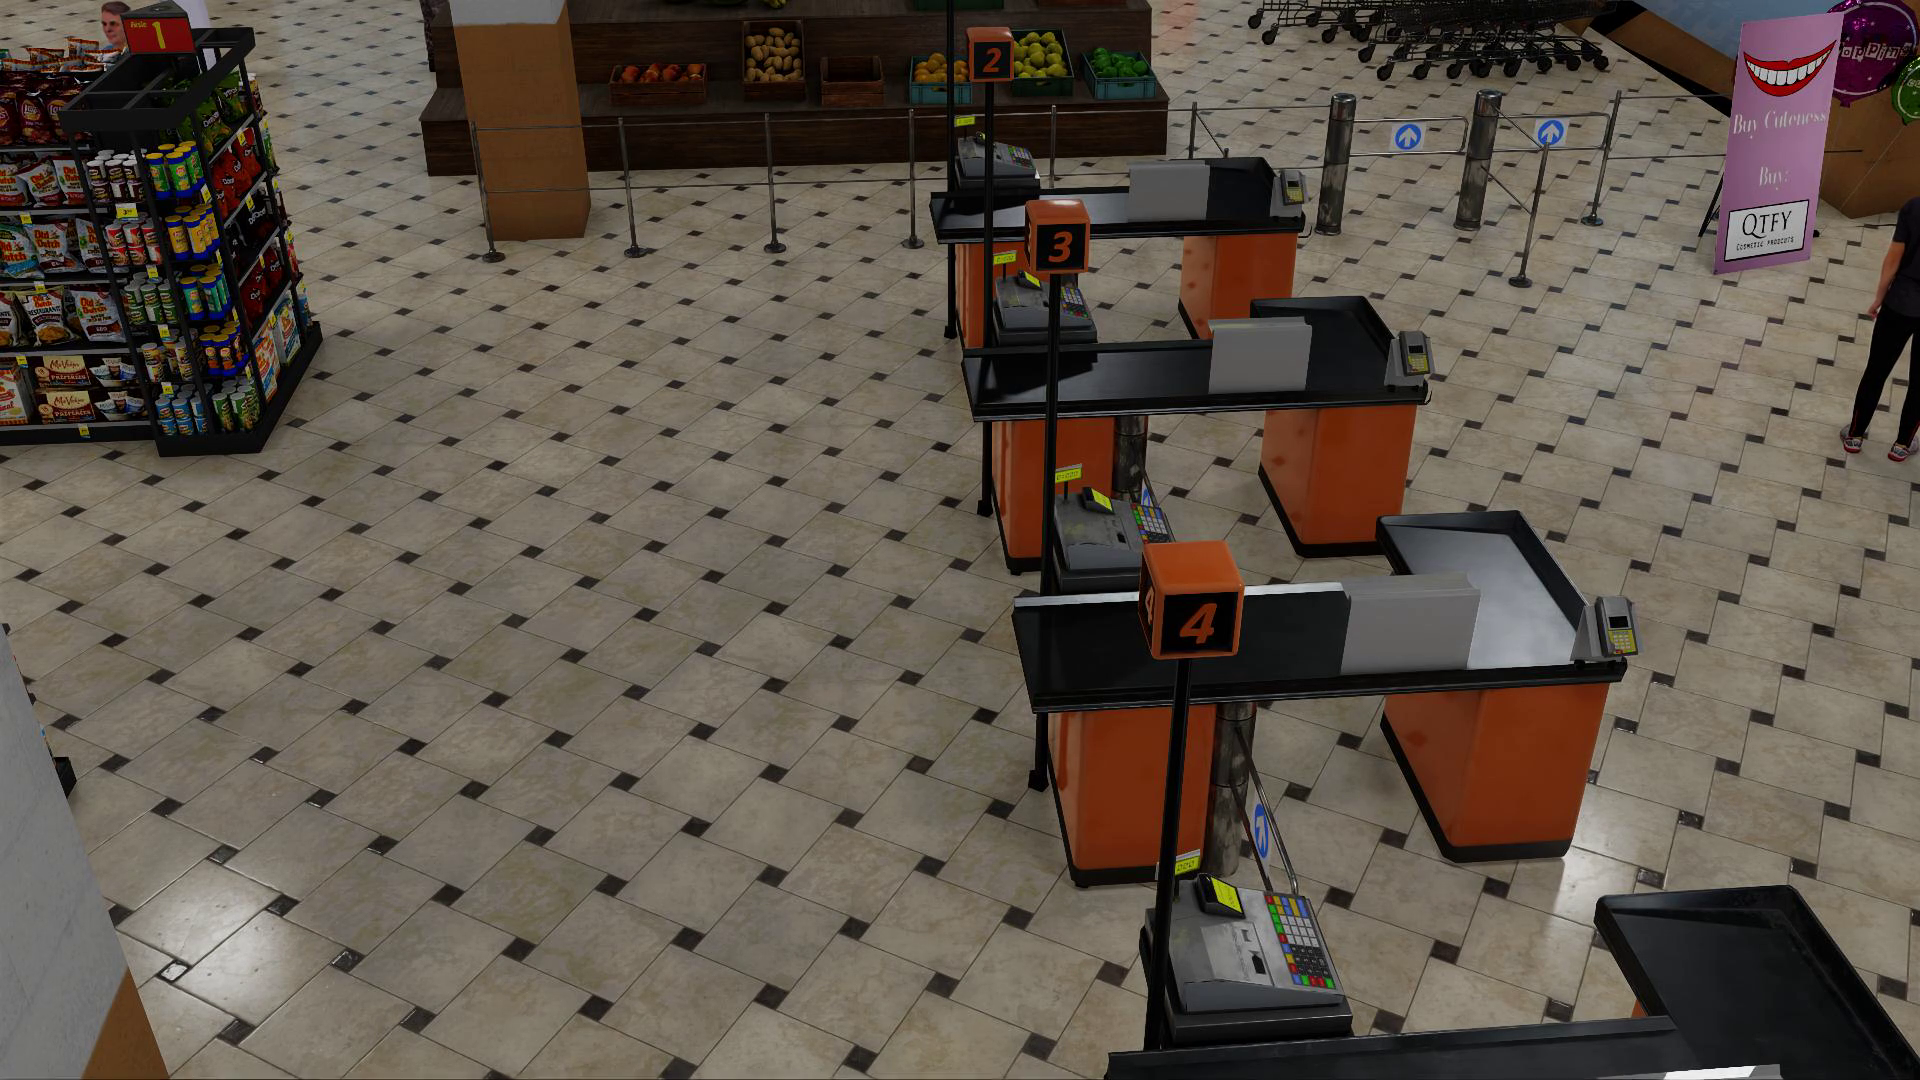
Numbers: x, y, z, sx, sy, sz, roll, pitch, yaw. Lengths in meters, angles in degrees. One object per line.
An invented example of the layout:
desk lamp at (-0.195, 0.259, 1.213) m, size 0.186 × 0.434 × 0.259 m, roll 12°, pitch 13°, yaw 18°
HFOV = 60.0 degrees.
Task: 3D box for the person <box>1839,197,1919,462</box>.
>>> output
person at (5.208, -1.267, 9.027) m, size 0.687 × 1.764 × 0.784 m, roll 18°, pitch 36°, yaw 26°

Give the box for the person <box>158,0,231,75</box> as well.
person at (-7.170, -5.211, 15.212) m, size 0.844 × 1.927 × 0.803 m, roll -26°, pitch 40°, yaw -36°
